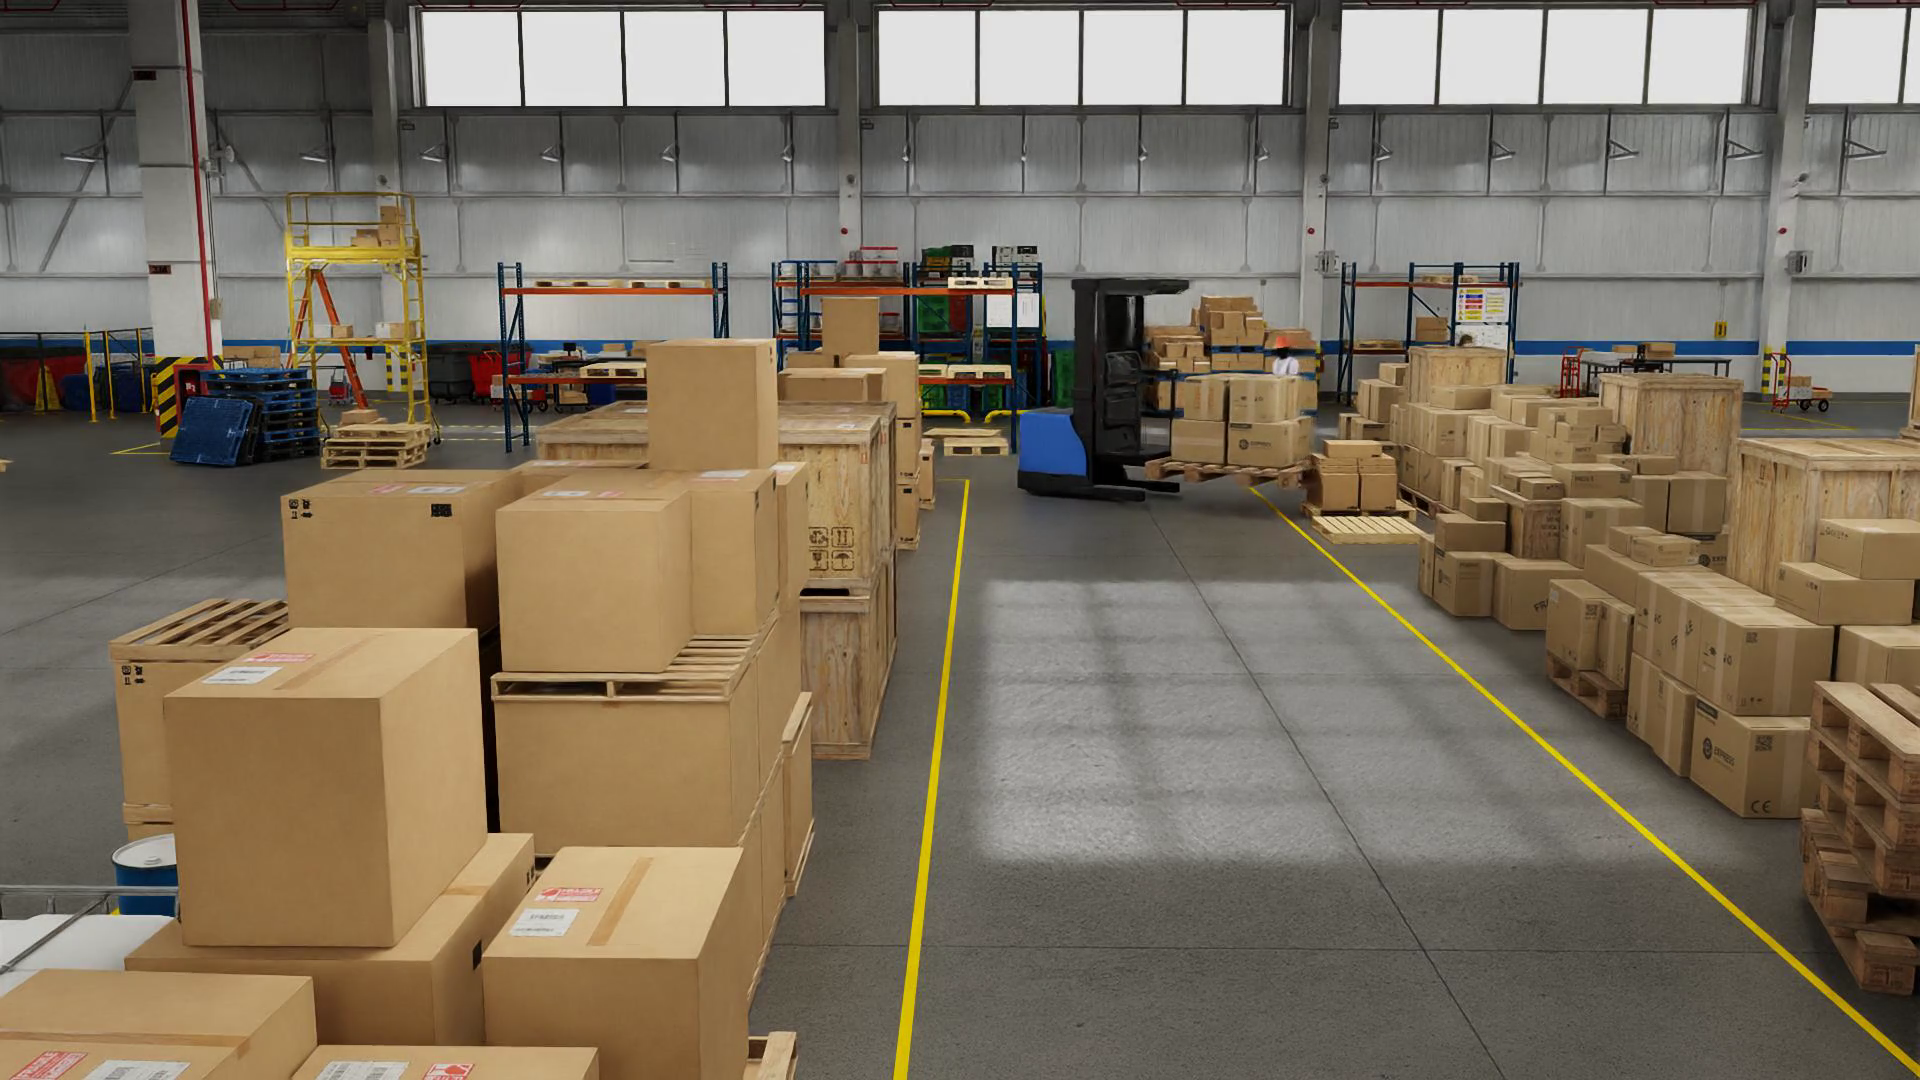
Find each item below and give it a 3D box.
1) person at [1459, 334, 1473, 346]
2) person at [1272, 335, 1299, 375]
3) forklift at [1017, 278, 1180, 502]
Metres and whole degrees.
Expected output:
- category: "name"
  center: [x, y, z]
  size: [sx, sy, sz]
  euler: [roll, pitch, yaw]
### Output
- category: "person"
  center: [7.993, -2.293, 26.280]
  size: [0.642, 1.904, 0.867]
  euler: [-2, 10, -15]
- category: "person"
  center: [5.119, -2.264, 26.121]
  size: [0.883, 1.914, 0.546]
  euler: [-8, 12, -39]
- category: "forklift"
  center: [1.783, -1.992, 21.566]
  size: [1.873, 2.768, 1.129]
  euler: [6, 11, 33]
